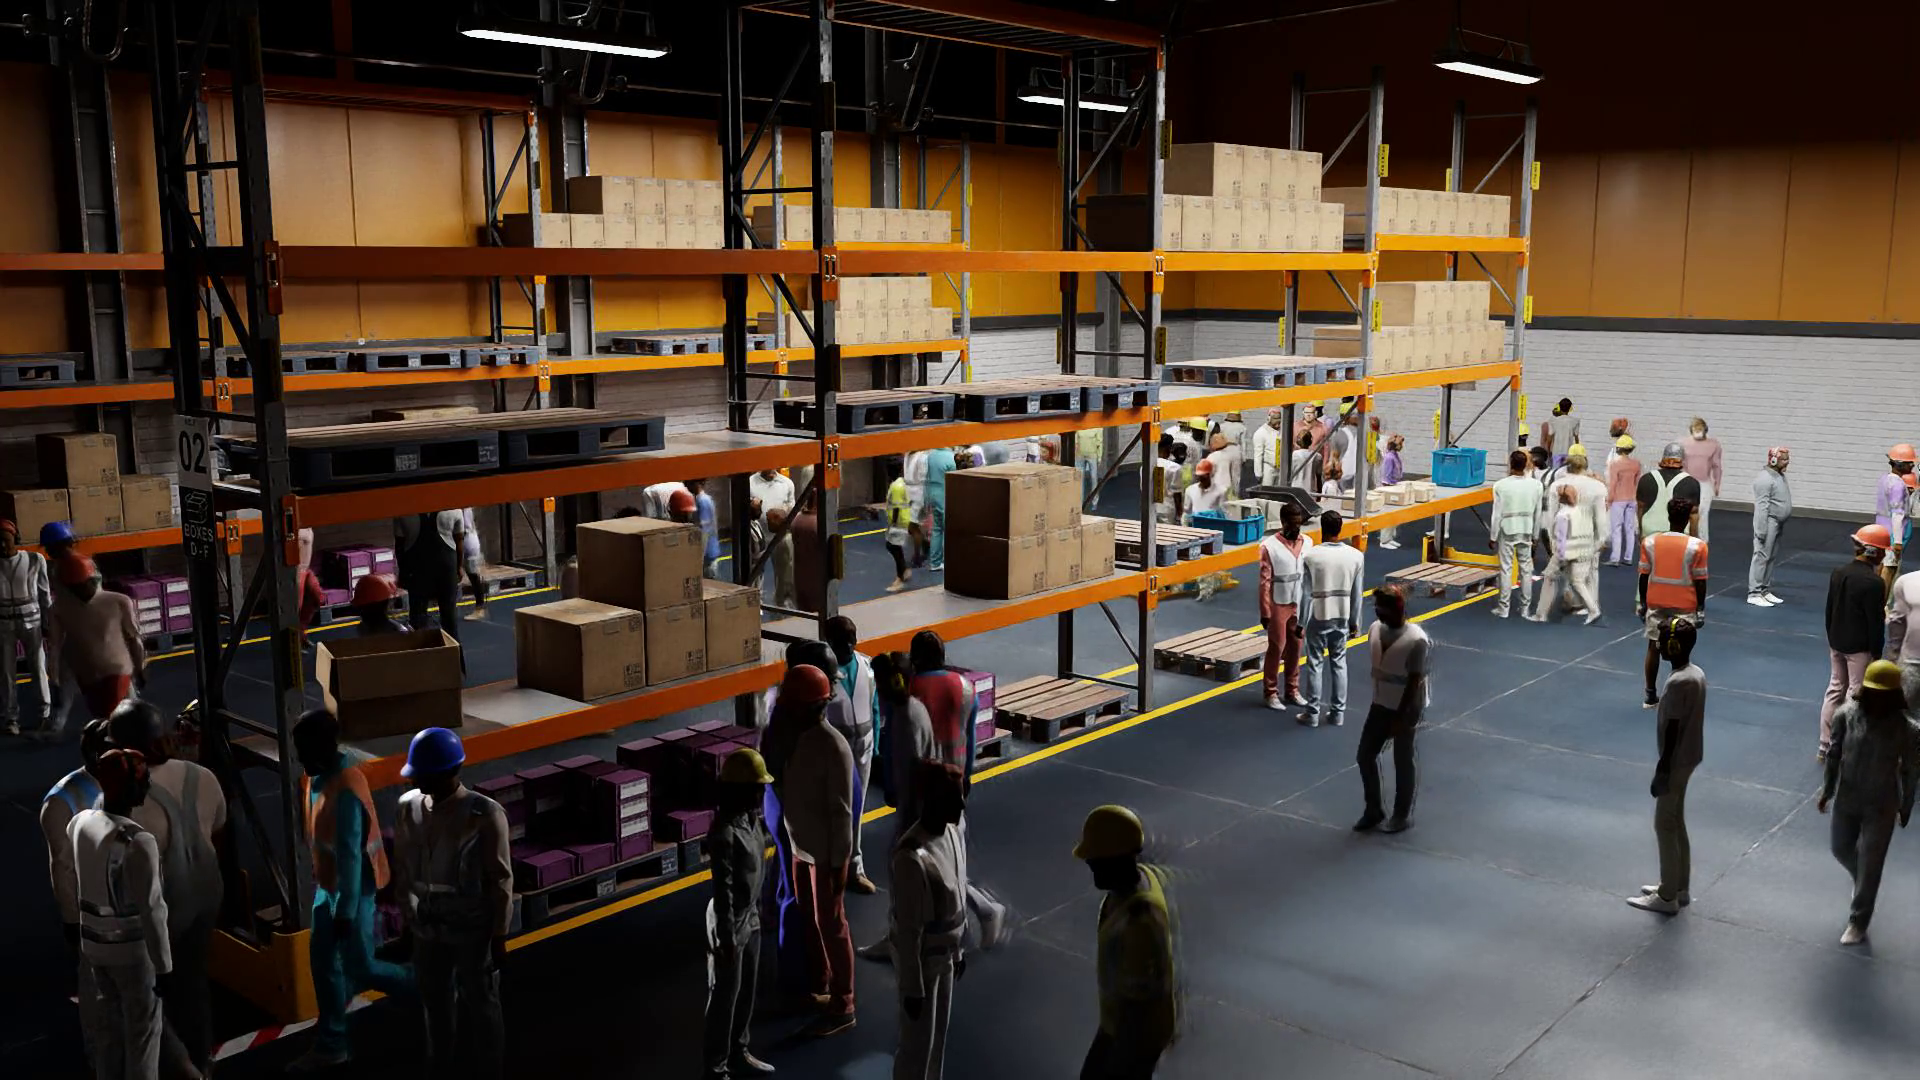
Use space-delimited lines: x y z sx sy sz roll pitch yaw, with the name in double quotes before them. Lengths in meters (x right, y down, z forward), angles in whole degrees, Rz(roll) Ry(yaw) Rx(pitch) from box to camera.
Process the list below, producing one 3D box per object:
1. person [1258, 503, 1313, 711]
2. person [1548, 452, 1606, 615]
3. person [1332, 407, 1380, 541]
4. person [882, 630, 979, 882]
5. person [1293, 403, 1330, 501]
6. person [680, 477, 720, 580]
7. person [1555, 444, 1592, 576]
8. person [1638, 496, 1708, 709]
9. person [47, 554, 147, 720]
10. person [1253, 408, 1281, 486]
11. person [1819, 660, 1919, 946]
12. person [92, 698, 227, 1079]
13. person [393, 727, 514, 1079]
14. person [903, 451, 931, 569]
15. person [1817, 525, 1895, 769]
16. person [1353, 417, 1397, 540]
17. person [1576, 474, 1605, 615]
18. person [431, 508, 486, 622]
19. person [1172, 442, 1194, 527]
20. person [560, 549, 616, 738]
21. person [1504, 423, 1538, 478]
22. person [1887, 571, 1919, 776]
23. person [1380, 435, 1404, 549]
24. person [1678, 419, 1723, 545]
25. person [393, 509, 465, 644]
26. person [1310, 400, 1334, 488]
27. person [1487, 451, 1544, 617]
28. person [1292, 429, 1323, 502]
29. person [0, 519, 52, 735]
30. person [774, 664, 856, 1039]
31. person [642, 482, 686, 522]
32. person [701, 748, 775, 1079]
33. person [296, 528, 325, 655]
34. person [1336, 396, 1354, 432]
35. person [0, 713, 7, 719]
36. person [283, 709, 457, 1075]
"person" 2.954 0.600 15.118 0.598 1.907 0.408 -6 11 -31
"person" 7.005 -0.045 18.979 0.639 1.902 0.730 8 12 40
"person" 5.780 -1.011 24.319 0.689 2.000 0.931 4 10 24
"person" -0.190 1.462 10.199 0.630 1.835 0.432 -5 11 -27
"person" 5.335 -1.144 25.515 0.641 1.908 0.407 2 10 14
"person" -2.715 0.182 17.378 0.530 2.011 0.654 -3 10 -18
"person" 7.907 -0.380 21.476 0.482 1.734 0.339 0 10 -1
"person" 6.442 0.580 15.043 0.602 1.967 0.370 9 13 42
"person" -6.559 1.016 12.648 0.623 1.903 1.111 -2 10 -11
"person" 4.688 -1.036 24.920 0.652 1.896 0.402 -6 11 -33
"person" 5.515 1.536 10.054 0.497 1.721 0.683 9 13 44
"person" -3.837 1.735 7.929 0.548 2.000 0.733 4 10 22
"person" -2.381 1.807 7.794 0.606 1.940 0.409 3 10 18
"person" -0.570 -0.559 22.029 0.518 1.911 0.542 -6 11 -33
"person" 7.206 0.856 13.341 0.405 1.981 0.623 -1 10 -6
"person" 6.010 -0.906 24.435 0.971 1.793 0.577 3 10 19
"person" 7.270 0.050 19.182 0.309 1.641 0.515 3 10 20
"person" -5.682 0.116 18.667 0.708 1.666 0.530 -8 12 -39
"person" 2.918 -0.488 22.272 0.545 1.680 0.567 -6 11 -32
"person" -3.230 0.795 14.221 0.526 1.812 0.654 1 10 6
"person" 7.480 -0.603 22.284 0.591 1.911 0.398 -6 11 -32
"person" 7.587 0.940 13.014 0.384 1.931 0.634 -8 12 -39
"person" 6.117 -0.684 23.596 0.313 1.630 0.528 4 10 22
"person" 10.334 -0.756 23.312 0.632 1.867 1.089 3 10 19
"person" -5.372 0.233 16.894 0.681 2.000 0.535 -3 10 -17
"person" 5.808 -1.392 26.981 0.416 1.915 0.587 -5 11 -27
"person" 6.361 -0.063 19.042 0.610 1.914 0.398 -1 10 -6
"person" 4.597 -0.571 22.317 0.510 1.842 0.355 -1 10 -7
"person" -8.139 0.747 14.321 0.588 1.878 0.371 -5 11 -28
"person" -0.778 1.620 8.789 0.409 1.986 0.621 -6 11 -31
"person" -3.335 -0.009 18.826 0.586 1.880 0.357 -7 12 -36
"person" -1.062 1.859 8.113 0.342 1.737 0.490 2 10 13
"person" -6.814 0.334 17.207 0.494 1.731 0.546 -2 10 -10
"person" 7.132 -1.903 30.666 0.322 1.697 0.532 -6 11 -33
"person" -8.680 0.718 14.571 0.388 1.847 0.563 1 10 4
"person" -3.009 1.737 8.376 0.769 1.888 0.610 -7 12 -37
